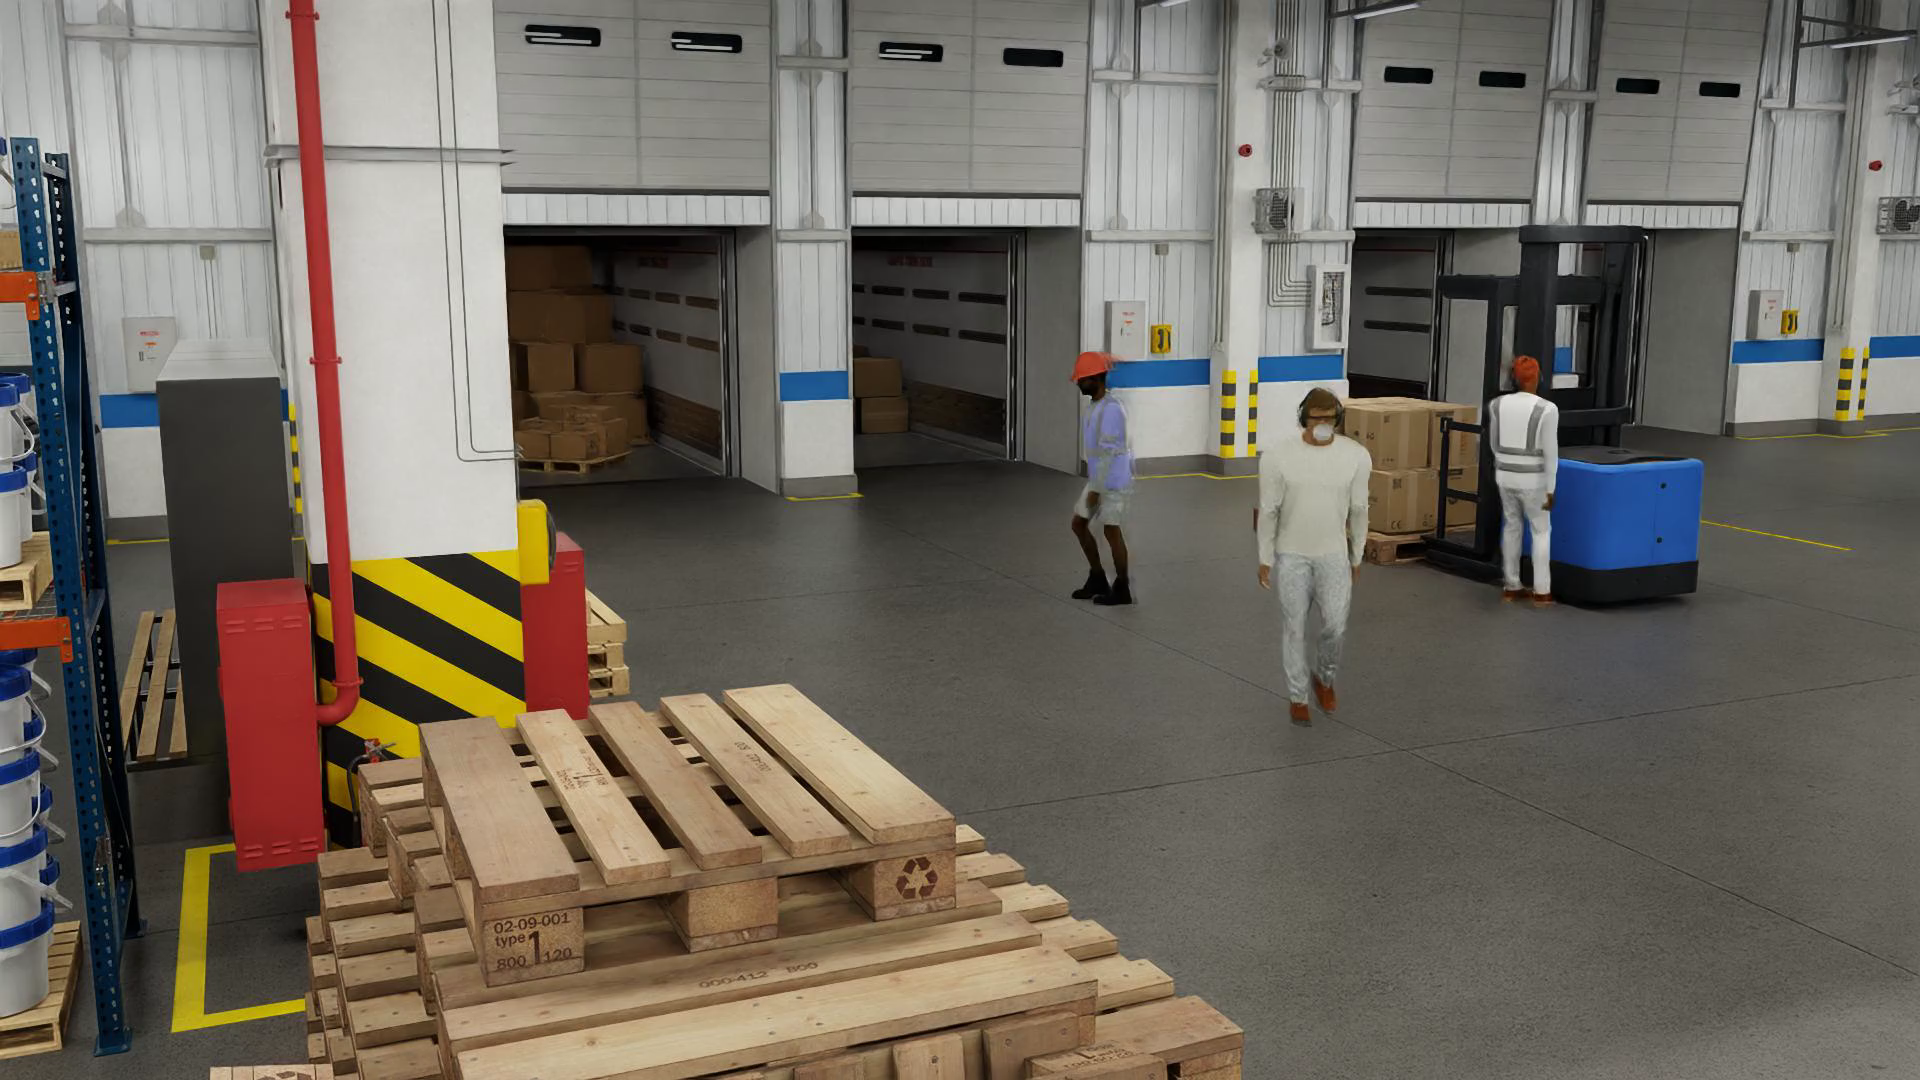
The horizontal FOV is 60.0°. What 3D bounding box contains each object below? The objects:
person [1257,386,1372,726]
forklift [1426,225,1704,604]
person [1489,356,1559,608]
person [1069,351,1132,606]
[{"bbox_3d":[1.965,0.098,9.293,0.624,1.920,0.436,1,10,7],"label":"person"},{"bbox_3d":[4.755,-1.046,12.953,1.129,2.768,1.873,-4,11,-23],"label":"forklift"},{"bbox_3d":[4.225,-0.437,12.394,0.498,1.864,0.611,-8,13,-38],"label":"person"},{"bbox_3d":[1.035,-0.443,12.322,0.572,1.907,0.548,-3,11,-16],"label":"person"}]
